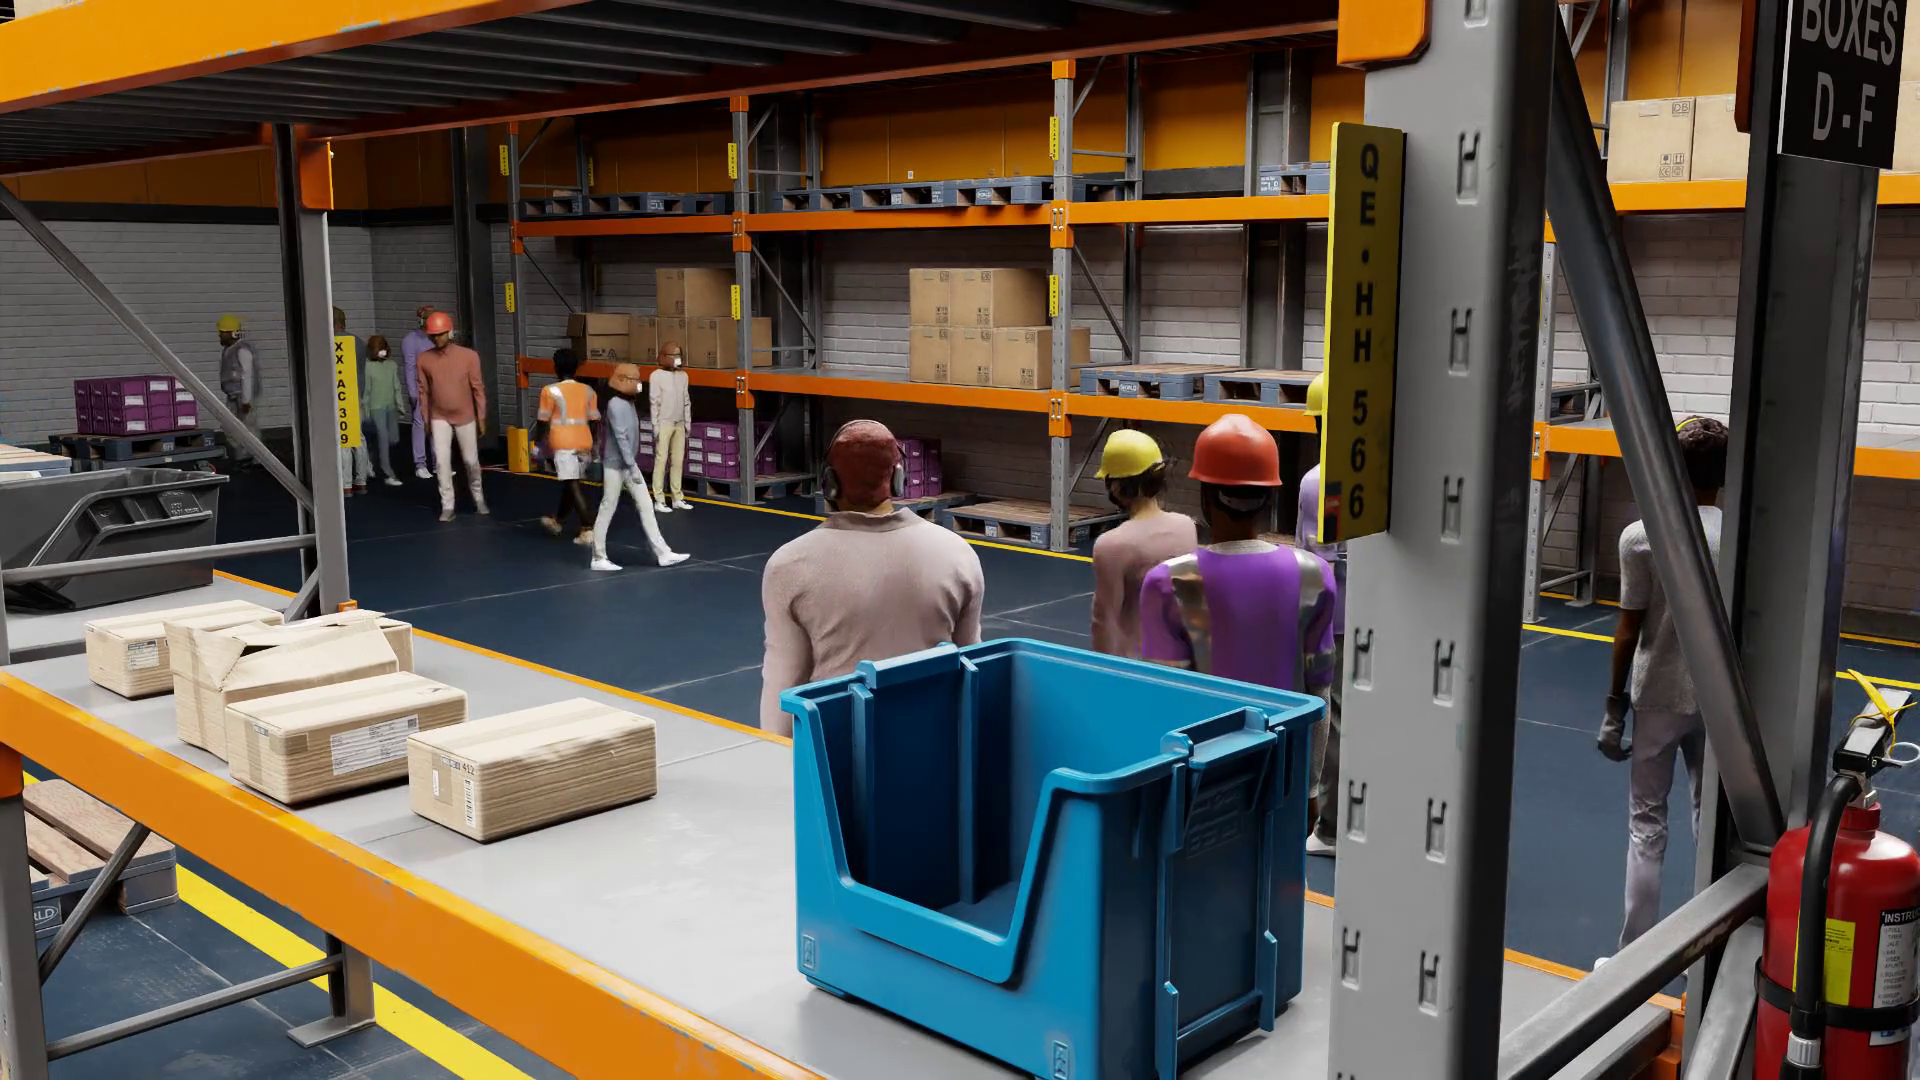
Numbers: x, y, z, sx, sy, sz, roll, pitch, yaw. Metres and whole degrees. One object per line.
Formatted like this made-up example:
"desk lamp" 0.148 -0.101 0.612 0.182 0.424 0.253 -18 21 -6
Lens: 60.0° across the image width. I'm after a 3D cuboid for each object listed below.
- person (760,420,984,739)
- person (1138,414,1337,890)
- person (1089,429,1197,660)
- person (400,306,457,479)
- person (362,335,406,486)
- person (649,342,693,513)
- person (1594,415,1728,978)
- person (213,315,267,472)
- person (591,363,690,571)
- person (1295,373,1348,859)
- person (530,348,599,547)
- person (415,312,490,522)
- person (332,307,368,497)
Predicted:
"person" -0.255 0.615 4.660 0.651 1.904 0.401 -4 10 -22
"person" 0.713 0.635 4.431 0.543 1.939 0.360 -2 10 -14
"person" 0.695 0.465 6.051 0.553 1.740 0.560 -7 12 -38
"person" -5.877 -1.643 18.494 0.406 1.909 0.639 5 11 28
"person" -6.242 -1.399 17.867 0.619 1.615 0.510 5 10 26
"person" -2.764 -1.079 15.901 0.277 1.629 0.497 7 11 36
"person" 2.283 0.542 5.255 0.503 1.860 0.311 -1 9 -4
"person" -8.159 -1.650 18.857 0.516 1.800 0.609 -8 12 -42
"person" -2.476 -0.542 12.716 0.823 1.594 0.502 1 9 8
"person" 1.482 0.295 6.563 0.380 1.922 0.591 8 12 42
"person" -3.348 -0.785 14.039 0.896 1.640 0.539 7 12 37
"person" -4.690 -1.151 15.429 0.626 1.937 0.799 -1 9 -4
"person" -6.289 -1.400 16.927 0.373 1.935 0.628 3 10 17
